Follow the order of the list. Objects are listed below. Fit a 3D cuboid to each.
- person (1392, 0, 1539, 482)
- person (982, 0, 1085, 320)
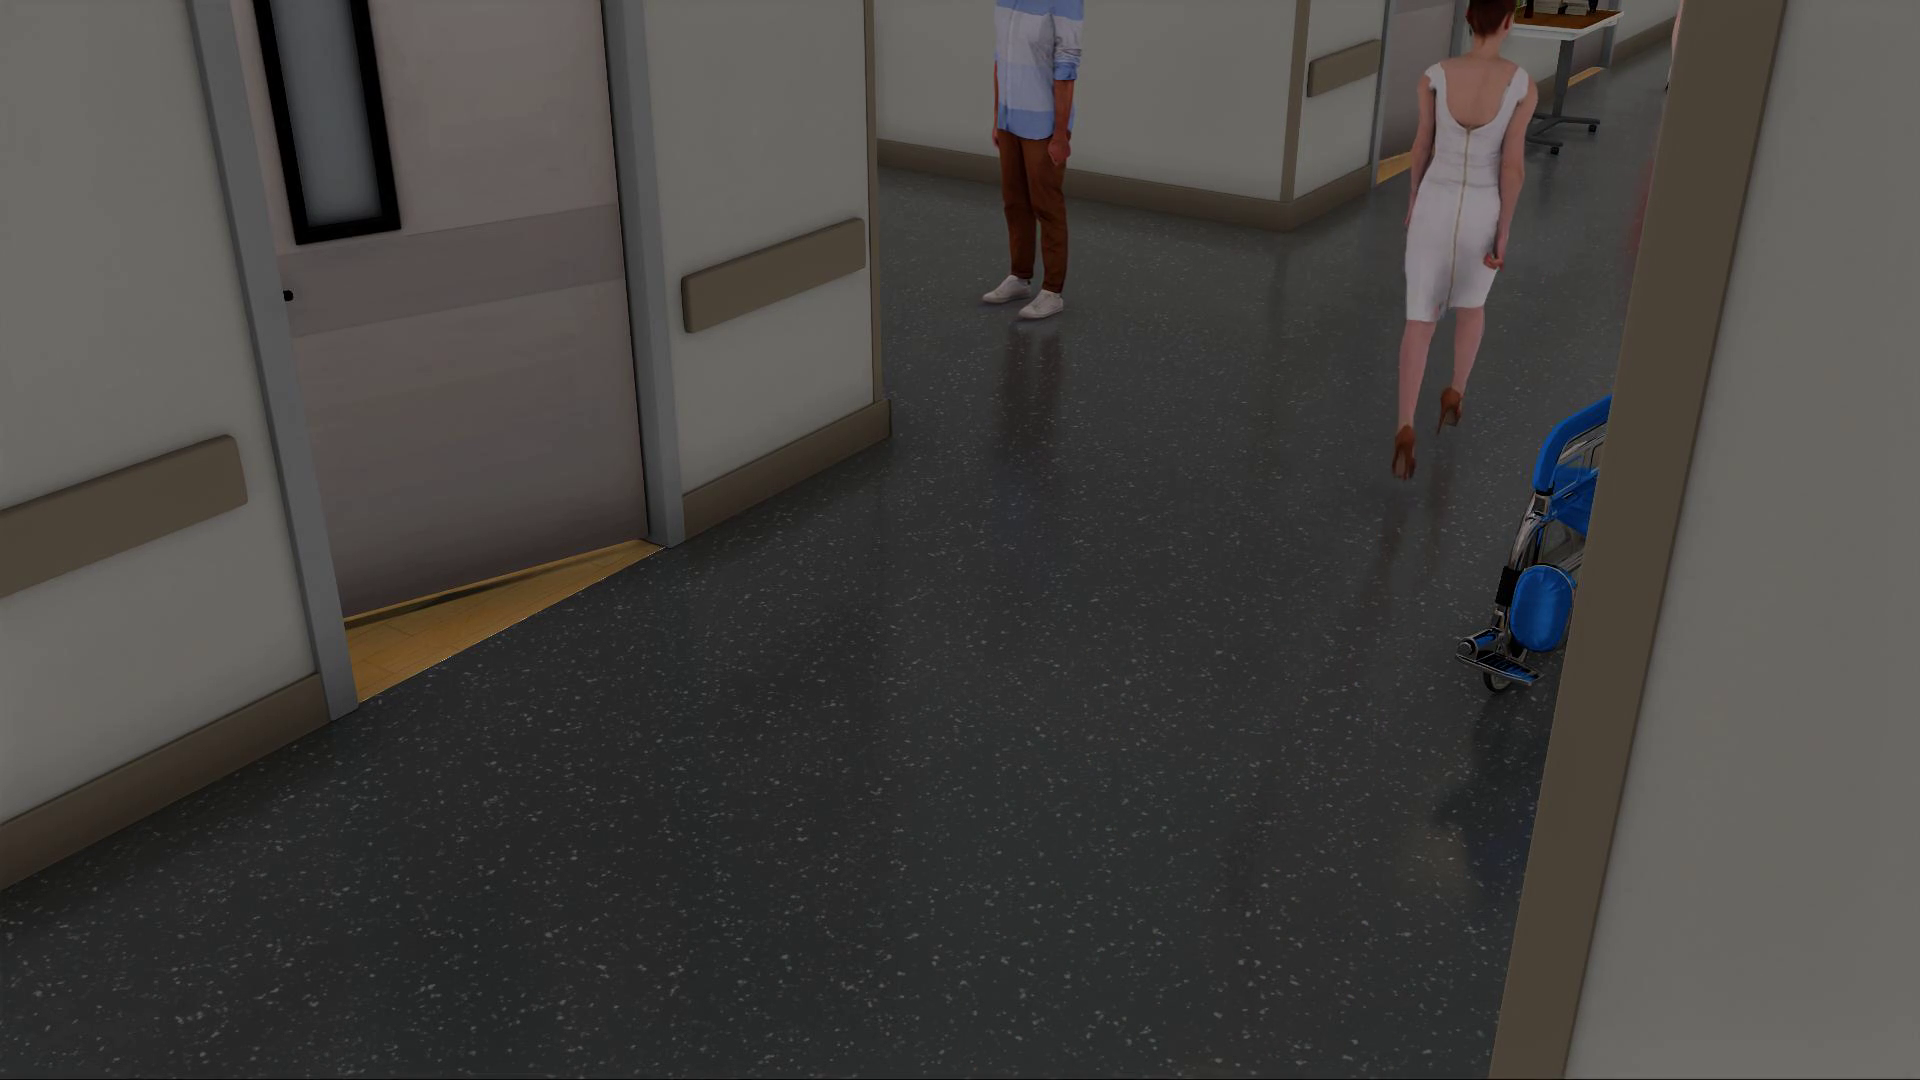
[{"bbox_3d":[1.701,-1.041,5.832,0.726,1.747,1.125,11,28,21],"label":"person"},{"bbox_3d":[0.341,-1.952,7.633,0.685,1.823,0.741,-19,32,-34],"label":"person"}]
